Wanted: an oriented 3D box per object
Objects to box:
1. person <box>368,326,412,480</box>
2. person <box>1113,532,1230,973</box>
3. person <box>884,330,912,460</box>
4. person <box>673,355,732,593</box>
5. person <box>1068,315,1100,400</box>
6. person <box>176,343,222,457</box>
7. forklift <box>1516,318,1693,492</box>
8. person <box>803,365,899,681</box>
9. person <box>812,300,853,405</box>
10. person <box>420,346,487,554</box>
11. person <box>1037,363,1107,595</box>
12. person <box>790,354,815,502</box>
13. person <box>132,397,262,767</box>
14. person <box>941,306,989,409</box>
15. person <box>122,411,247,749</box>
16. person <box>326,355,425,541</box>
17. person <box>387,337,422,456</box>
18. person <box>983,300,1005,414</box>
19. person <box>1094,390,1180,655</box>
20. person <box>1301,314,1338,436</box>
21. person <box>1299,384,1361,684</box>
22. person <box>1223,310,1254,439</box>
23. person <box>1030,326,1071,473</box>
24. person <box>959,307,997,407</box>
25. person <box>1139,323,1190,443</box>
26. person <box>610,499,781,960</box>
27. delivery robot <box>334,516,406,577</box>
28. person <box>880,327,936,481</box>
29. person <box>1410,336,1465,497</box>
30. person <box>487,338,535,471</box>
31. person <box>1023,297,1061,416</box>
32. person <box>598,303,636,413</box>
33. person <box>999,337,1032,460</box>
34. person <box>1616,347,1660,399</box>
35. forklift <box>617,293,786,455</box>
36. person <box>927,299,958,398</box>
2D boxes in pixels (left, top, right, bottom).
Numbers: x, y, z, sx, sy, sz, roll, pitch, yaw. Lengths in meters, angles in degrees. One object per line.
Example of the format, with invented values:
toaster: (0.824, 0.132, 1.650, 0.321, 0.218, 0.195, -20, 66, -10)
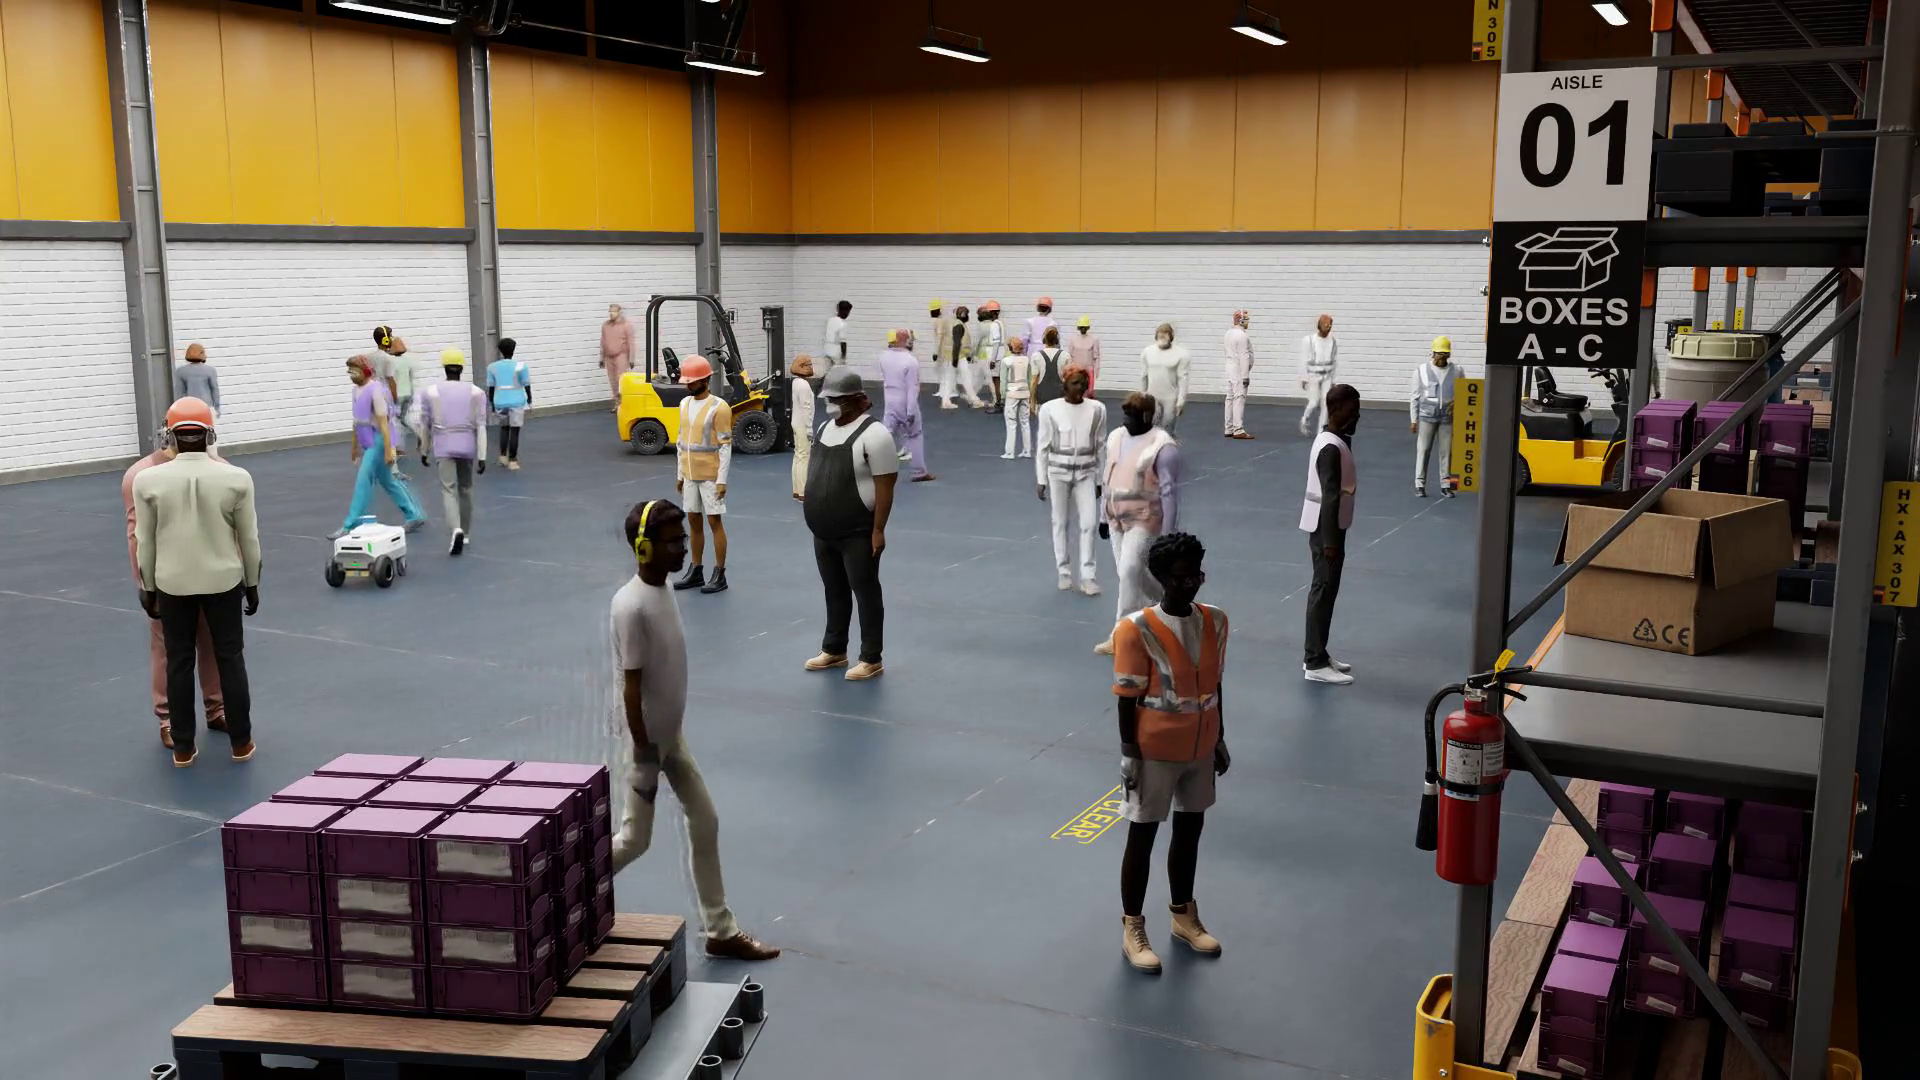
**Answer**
person: (-6.931, -1.651, 20.128, 0.510, 1.872, 0.328, 8, 13, 39)
person: (0.821, 0.804, 6.413, 0.541, 1.696, 0.316, -6, 12, -31)
person: (-0.762, -1.915, 22.042, 0.461, 1.739, 0.534, -2, 10, -12)
person: (-2.100, -0.531, 13.473, 0.542, 1.929, 0.367, 7, 12, 34)
person: (1.987, -2.743, 26.817, 0.524, 1.753, 0.442, 2, 10, 10)
person: (-9.477, -1.639, 20.739, 0.507, 1.631, 0.266, -2, 10, -9)
forklift: (7.066, -1.601, 18.899, 2.313, 2.155, 1.214, 5, 11, 27)
person: (-0.758, -0.116, 10.749, 0.689, 2.000, 0.537, 10, 14, 44)
person: (-2.271, -3.285, 29.443, 0.730, 1.924, 0.677, -8, 13, -39)
person: (-4.648, -0.834, 15.356, 0.581, 1.894, 0.888, -5, 11, -27)
person: (0.908, -0.481, 13.363, 0.600, 1.855, 0.776, -1, 10, -6)
person: (-1.721, -1.234, 18.388, 0.282, 1.636, 0.500, -3, 10, -18)
person: (-4.082, 0.225, 8.953, 0.608, 1.987, 0.407, -5, 11, -25)
person: (0.085, -3.203, 29.317, 0.920, 1.798, 0.647, -1, 10, -4)
person: (-4.309, 0.199, 9.337, 0.403, 1.901, 0.637, 8, 12, 38)
person: (-5.644, -0.900, 16.052, 0.960, 1.785, 0.584, -7, 12, -35)
person: (-7.531, -1.931, 22.480, 0.429, 1.621, 0.505, 3, 10, 19)
person: (0.581, -3.129, 28.489, 0.379, 1.937, 0.548, 2, 10, 10)
person: (1.268, -0.145, 11.573, 0.844, 1.818, 0.629, -7, 12, -35)
person: (5.224, -2.370, 24.304, 0.611, 1.863, 0.499, -2, 10, -13)
person: (2.377, -0.050, 10.719, 0.374, 1.916, 0.596, 2, 10, 12)
person: (4.146, -2.452, 24.658, 0.407, 1.910, 0.639, -3, 10, -14)
person: (1.127, -1.727, 20.639, 0.504, 1.847, 0.344, 0, 10, 0)
person: (0.368, -3.267, 29.735, 0.975, 1.784, 0.620, 5, 11, 25)
person: (2.467, -1.701, 20.382, 0.638, 1.877, 1.040, 4, 10, 21)
person: (-1.195, 0.745, 6.367, 0.910, 1.838, 0.537, 2, 10, 10)
delivery robot: (-4.917, 0.039, 13.874, 0.477, 0.478, 0.707, 1, 10, 5)
person: (-0.736, -1.593, 19.806, 0.639, 1.874, 0.946, 10, 14, 44)
person: (5.360, -1.380, 18.695, 0.589, 1.824, 0.403, 1, 10, 7)
person: (-5.676, -1.716, 21.069, 0.541, 1.676, 0.586, 1, 10, 6)
person: (1.405, -3.122, 28.253, 0.616, 1.997, 0.875, 3, 10, 16)
person: (-5.889, -3.106, 28.490, 0.657, 1.894, 0.415, 5, 11, 28)
person: (0.755, -1.890, 22.210, 0.517, 1.628, 0.321, -6, 12, -33)
person: (9.406, -2.107, 22.975, 0.617, 1.809, 0.689, -3, 10, -19)
forklift: (-3.588, -2.317, 23.042, 2.313, 2.155, 1.214, -1, 10, -5)
person: (-0.328, -3.614, 31.471, 0.633, 1.870, 0.612, -1, 10, -3)
